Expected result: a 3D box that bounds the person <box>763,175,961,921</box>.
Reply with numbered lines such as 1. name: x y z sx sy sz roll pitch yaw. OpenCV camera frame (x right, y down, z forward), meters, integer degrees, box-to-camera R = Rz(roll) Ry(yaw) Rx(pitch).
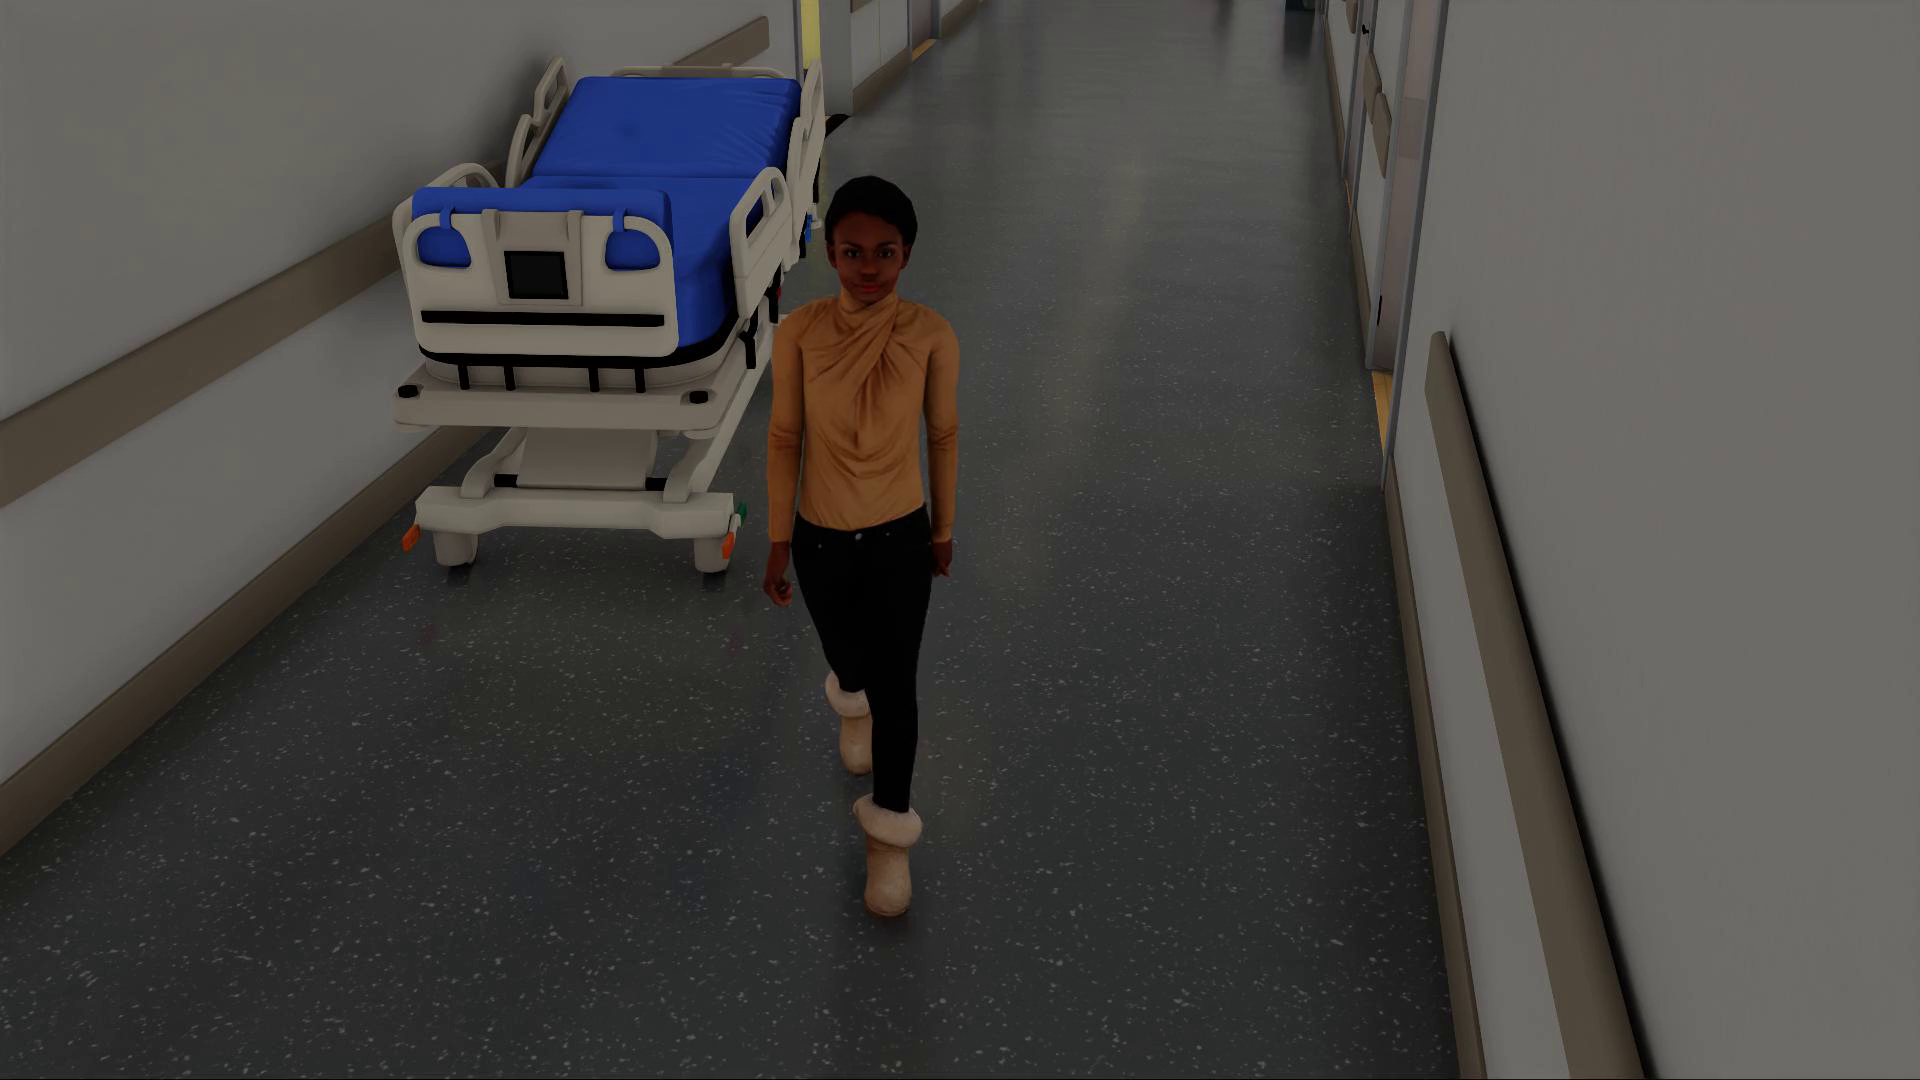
1. person: -0.234 -0.035 3.900 1.062 1.628 0.730 1 26 3
